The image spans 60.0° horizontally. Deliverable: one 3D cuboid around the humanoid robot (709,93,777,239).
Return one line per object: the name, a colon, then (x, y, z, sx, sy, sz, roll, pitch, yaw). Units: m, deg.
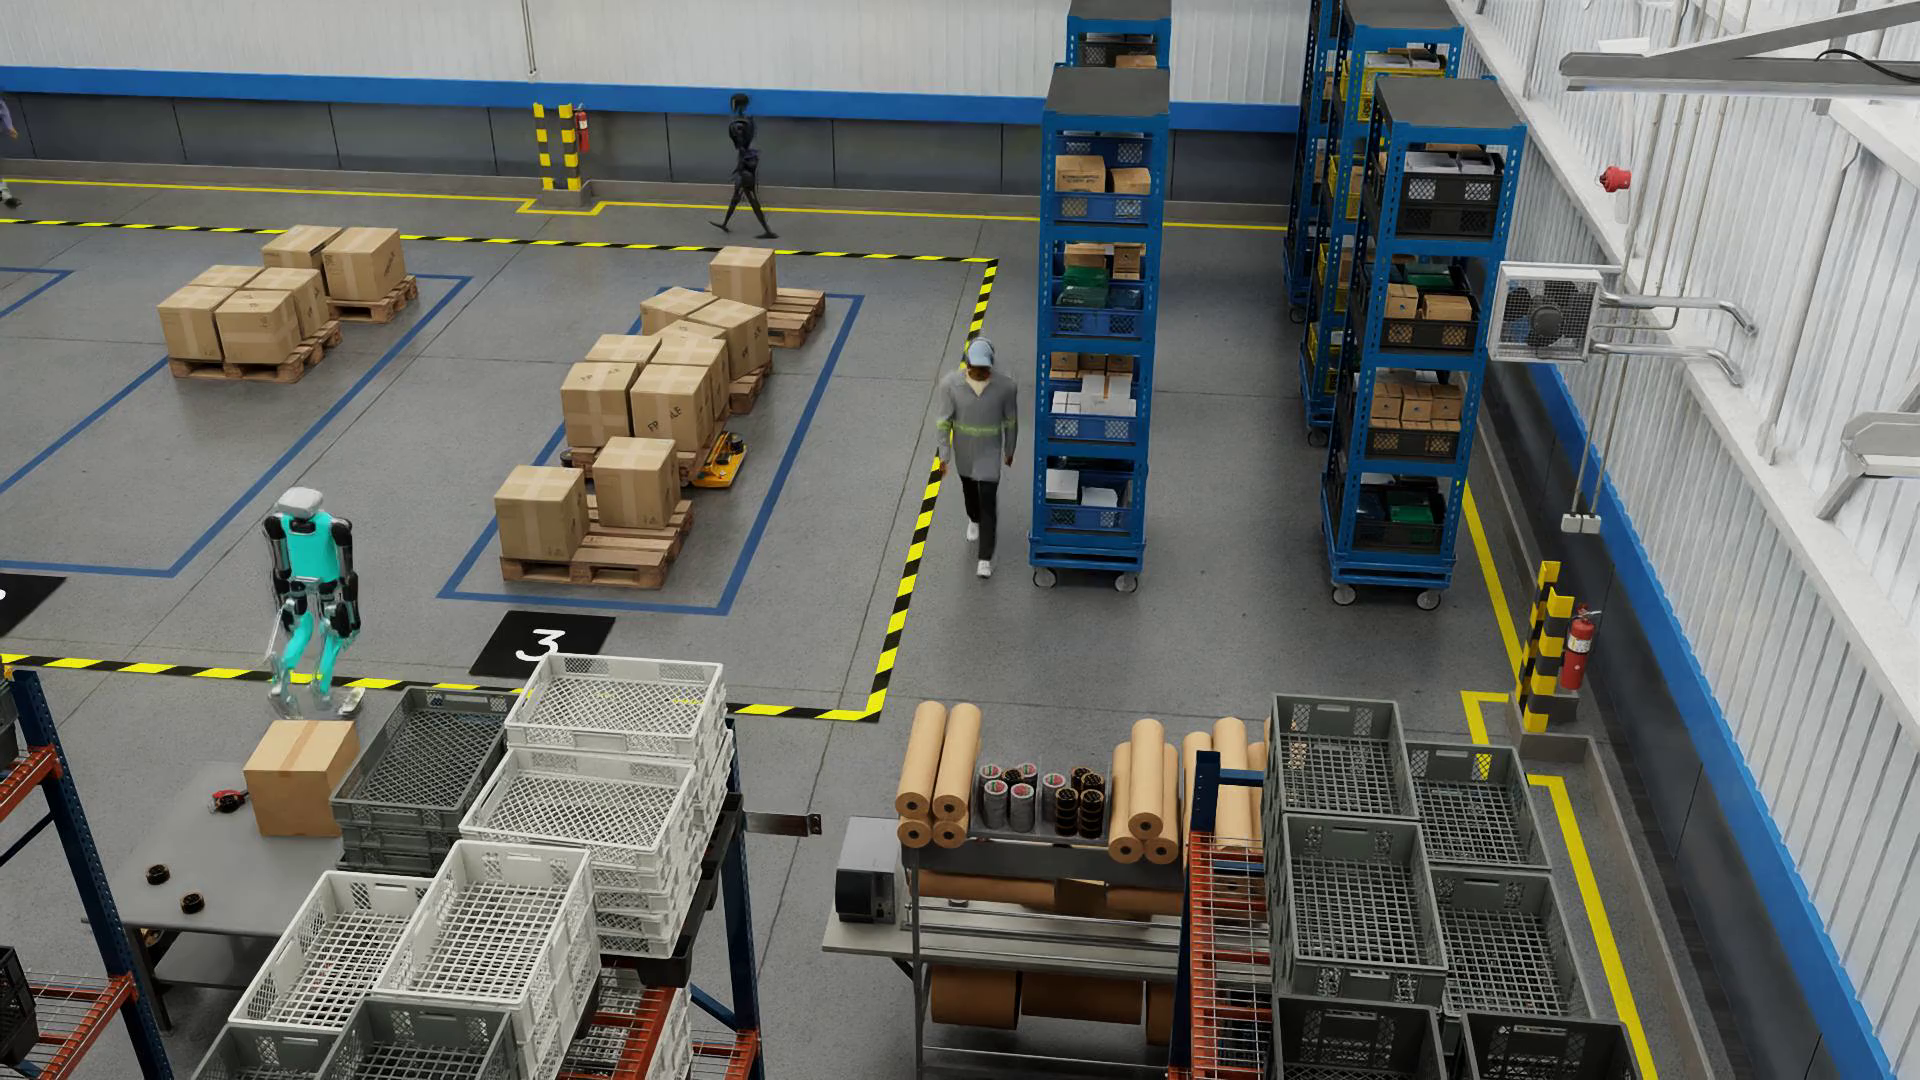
humanoid robot: (-2.447, -4.098, 18.350, 0.775, 1.627, 0.610, -2, 30, -3)

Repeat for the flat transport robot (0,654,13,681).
flat transport robot: (-7.142, 0.969, 11.010, 1.431, 0.231, 0.659, 3, 30, 6)

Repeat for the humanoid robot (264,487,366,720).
humanoid robot: (-4.026, 0.604, 10.234, 0.546, 1.779, 1.035, 3, 30, 6)

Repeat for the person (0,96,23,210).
person: (-11.349, -4.773, 19.368, 0.913, 1.780, 0.589, 18, 35, 28)

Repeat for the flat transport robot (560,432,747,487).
flat transport robot: (-2.554, -0.707, 13.861, 1.431, 0.197, 0.652, 3, 30, 6)

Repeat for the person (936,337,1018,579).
person: (0.124, -0.663, 12.283, 0.589, 1.799, 0.973, 4, 30, 6)
